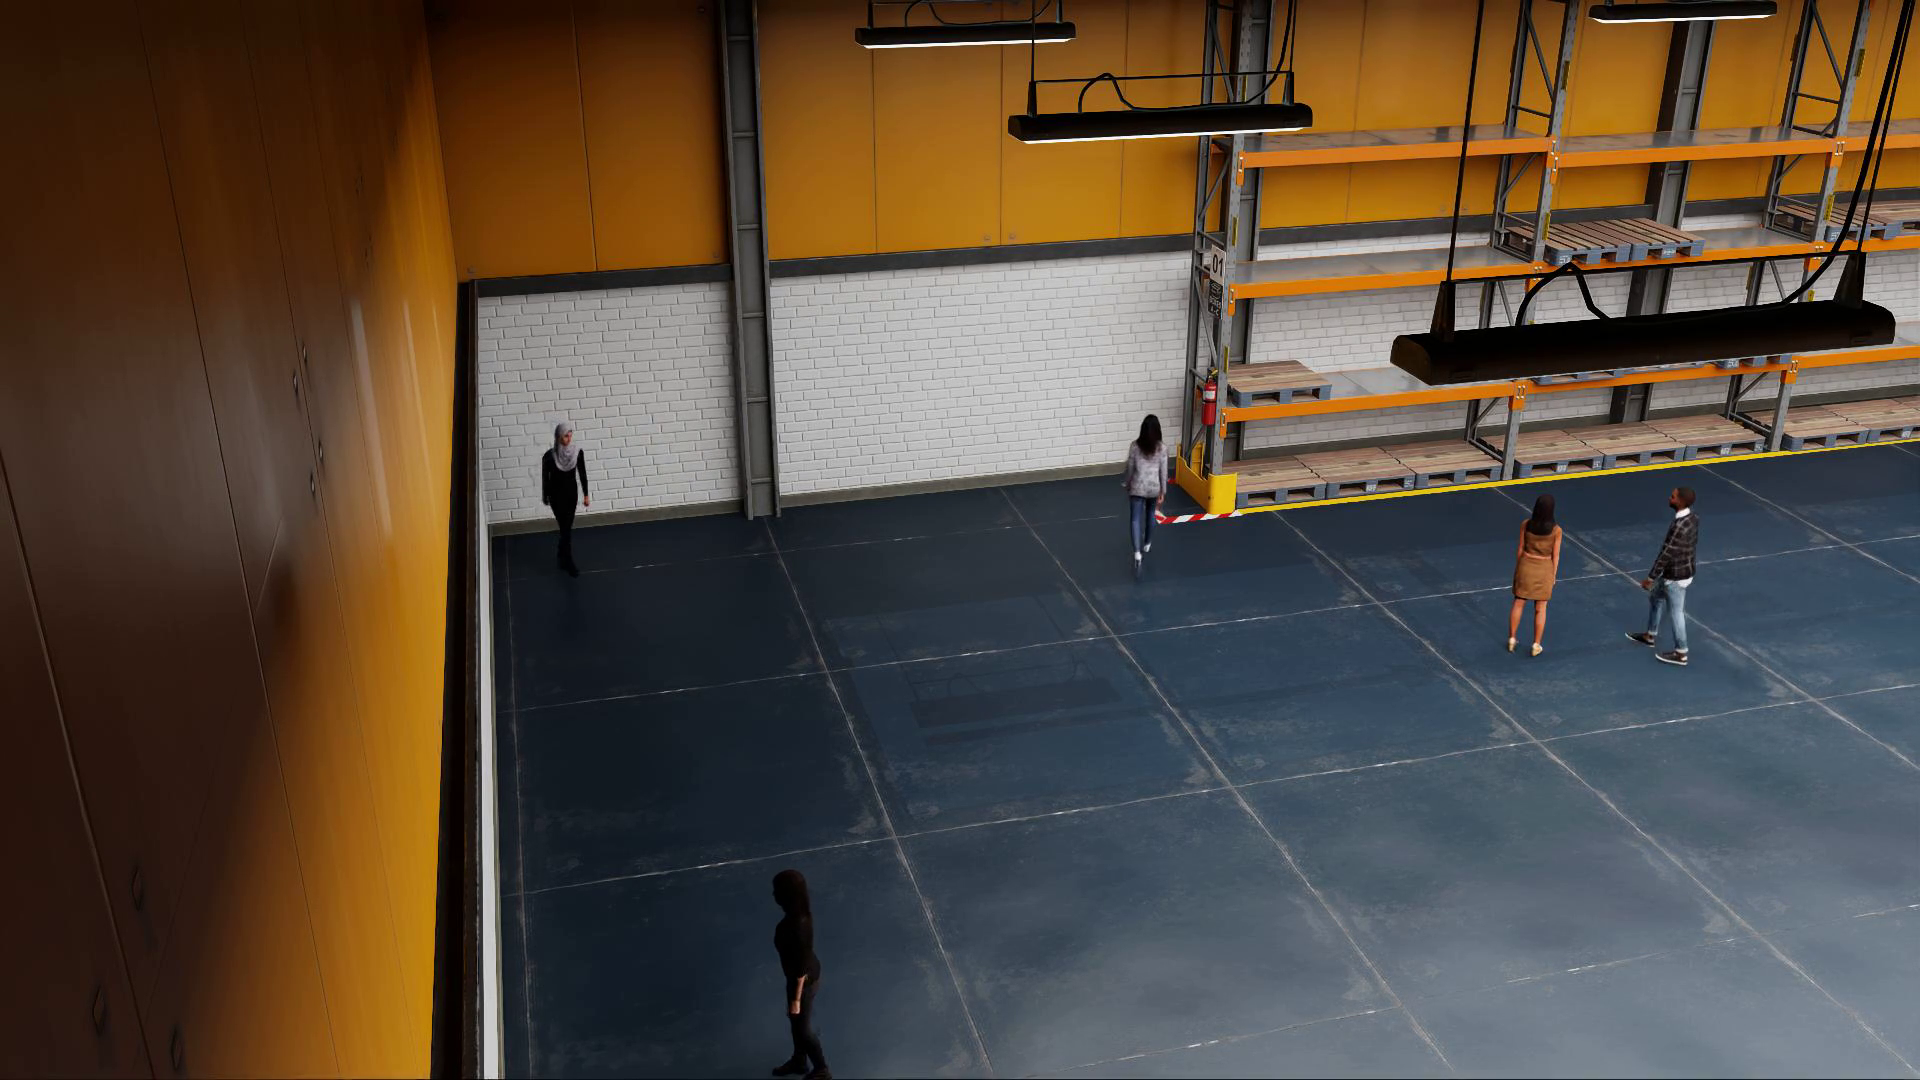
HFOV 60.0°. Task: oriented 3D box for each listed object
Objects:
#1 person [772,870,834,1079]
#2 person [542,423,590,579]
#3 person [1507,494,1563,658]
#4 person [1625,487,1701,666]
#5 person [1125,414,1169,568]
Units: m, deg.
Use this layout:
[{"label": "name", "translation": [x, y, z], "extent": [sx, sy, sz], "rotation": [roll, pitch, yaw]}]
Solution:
[{"label": "person", "translation": [-1.018, 2.850, 10.795], "extent": [0.661, 1.636, 0.648], "rotation": [-2, 24, -5]}, {"label": "person", "translation": [-4.397, -0.478, 18.277], "extent": [0.970, 1.741, 0.856], "rotation": [-11, 26, -24]}, {"label": "person", "translation": [5.692, 0.340, 16.475], "extent": [0.634, 1.686, 0.695], "rotation": [13, 27, 27]}, {"label": "person", "translation": [7.103, 0.382, 16.245], "extent": [1.029, 1.793, 0.985], "rotation": [15, 28, 30]}, {"label": "person", "translation": [2.044, -0.532, 18.446], "extent": [1.117, 1.705, 0.871], "rotation": [0, 24, 1]}]
